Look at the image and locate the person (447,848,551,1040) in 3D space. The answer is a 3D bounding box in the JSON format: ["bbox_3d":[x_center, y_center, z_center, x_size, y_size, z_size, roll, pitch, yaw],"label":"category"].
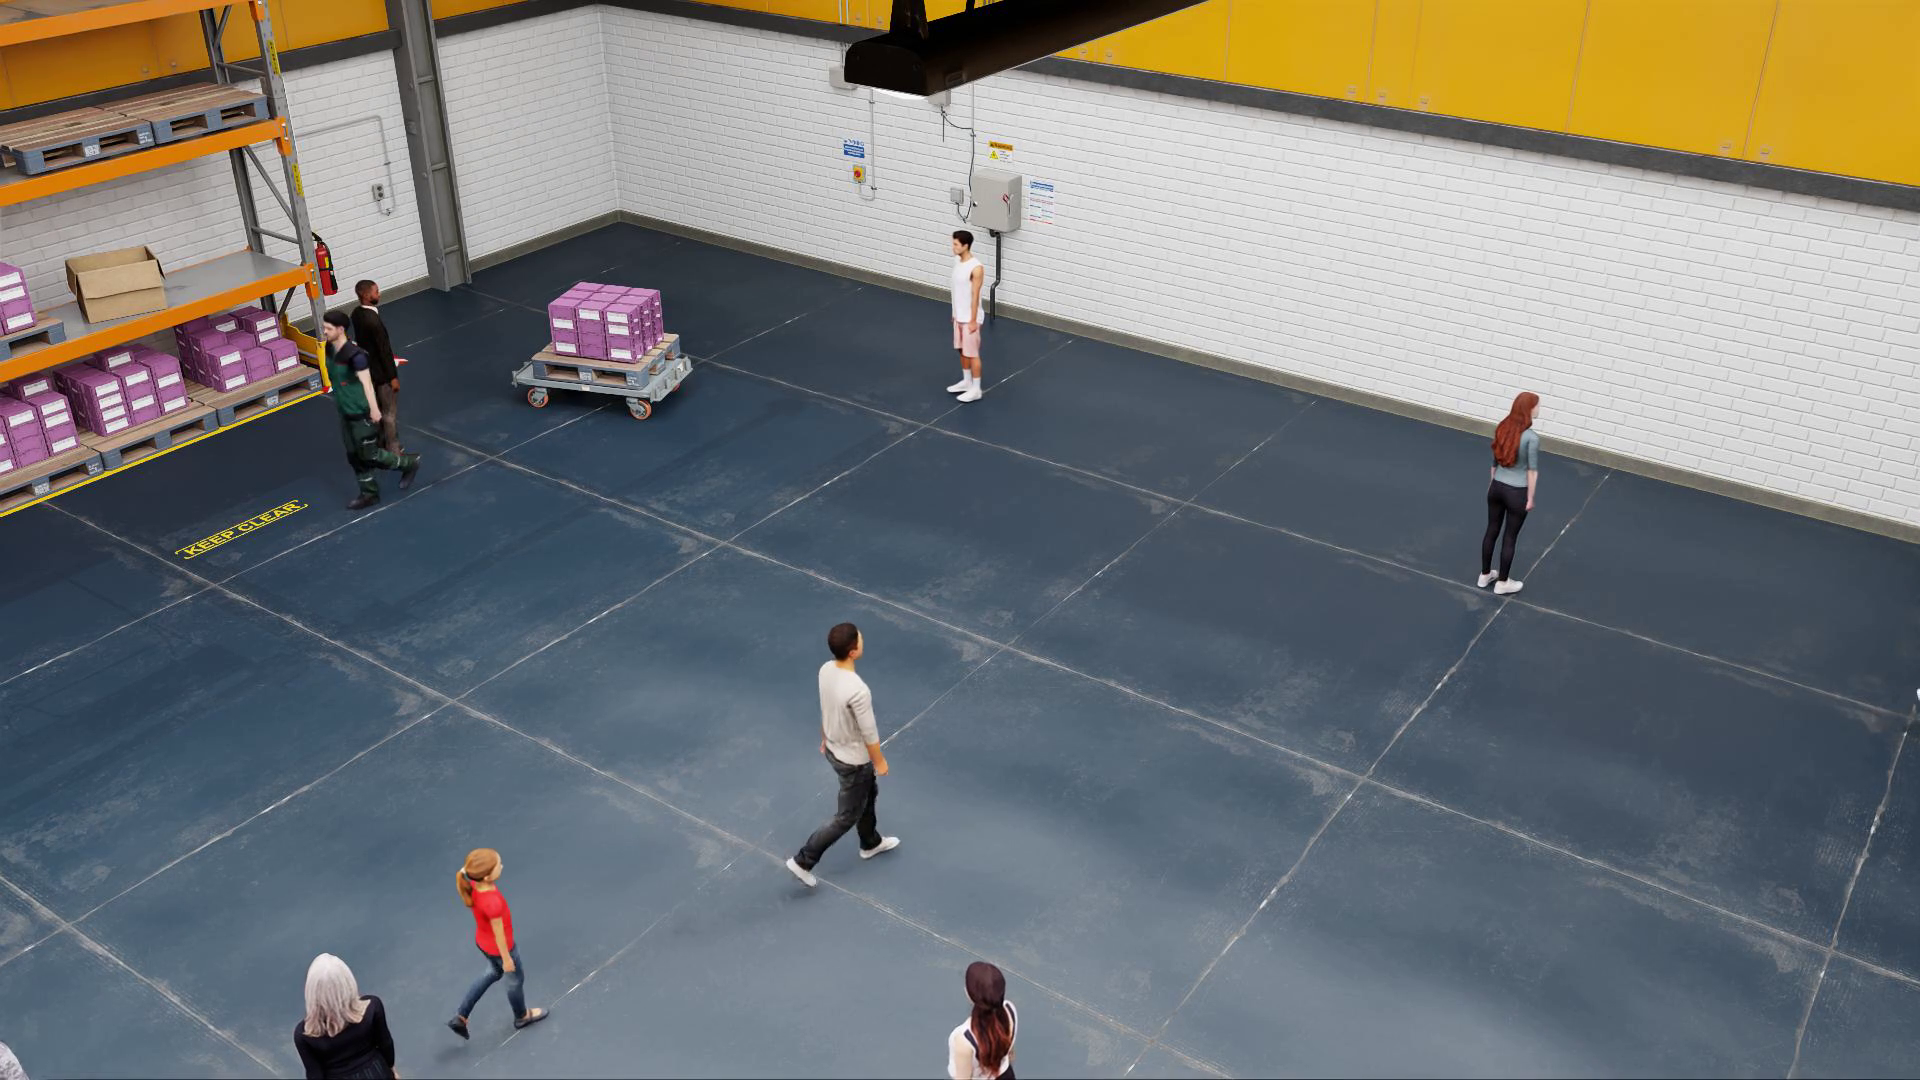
[{"bbox_3d":[-2.615,2.242,9.150,0.838,1.292,0.621,-20,34,-32],"label":"person"}]

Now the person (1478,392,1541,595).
[{"bbox_3d":[4.456,-0.381,13.489,0.661,1.743,0.655,-17,33,-28],"label":"person"}]

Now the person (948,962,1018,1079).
[{"bbox_3d":[0.120,2.687,7.961,0.631,1.649,0.471,23,36,35],"label":"person"}]

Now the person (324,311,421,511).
[{"bbox_3d":[-5.285,-1.181,14.811,0.750,1.880,0.953,23,36,36],"label":"person"}]

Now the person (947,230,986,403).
[{"bbox_3d":[0.095,-2.301,16.969,0.740,1.780,0.736,-14,31,-23],"label":"person"}]

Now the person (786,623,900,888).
[{"bbox_3d":[-0.754,1.357,10.259,1.167,1.783,0.940,-16,32,-27],"label":"person"}]

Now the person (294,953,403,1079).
[{"bbox_3d":[-2.869,2.651,7.927,0.613,1.747,0.731,-18,34,-30],"label":"person"}]

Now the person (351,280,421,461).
[{"bbox_3d":[-5.458,-1.574,15.613,0.633,1.802,0.701,-24,37,-37],"label":"person"}]
